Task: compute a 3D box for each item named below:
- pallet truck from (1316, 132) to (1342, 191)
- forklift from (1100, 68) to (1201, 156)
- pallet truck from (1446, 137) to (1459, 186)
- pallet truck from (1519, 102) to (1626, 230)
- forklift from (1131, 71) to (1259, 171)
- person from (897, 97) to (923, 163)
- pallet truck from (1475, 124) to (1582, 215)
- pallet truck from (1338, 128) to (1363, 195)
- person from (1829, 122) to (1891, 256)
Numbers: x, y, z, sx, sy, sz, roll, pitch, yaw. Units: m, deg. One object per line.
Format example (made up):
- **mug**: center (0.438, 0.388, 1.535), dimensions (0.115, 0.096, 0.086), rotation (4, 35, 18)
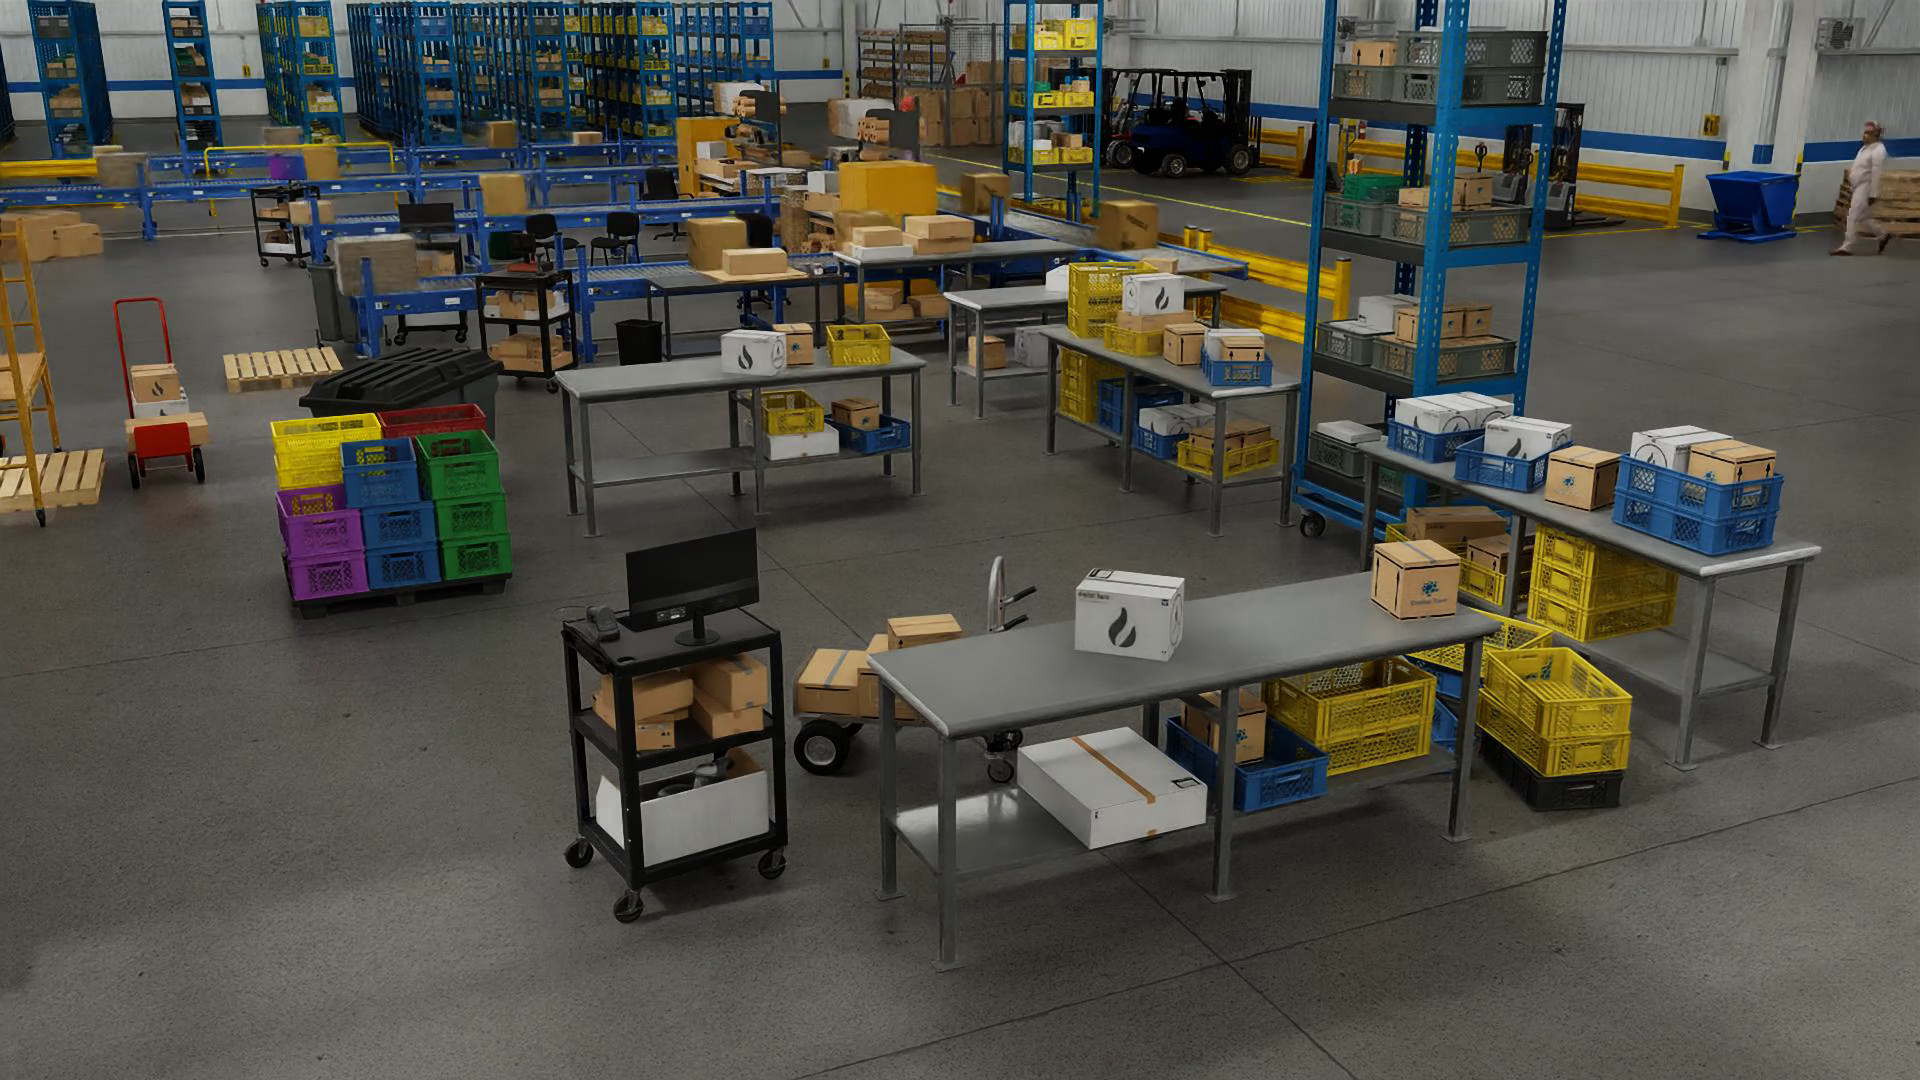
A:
- **pallet truck**: center (7.723, -7.504, 32.656), dimensions (1.601, 1.201, 0.680), rotation (-8, 19, -23)
- **forklift**: center (4.082, -9.564, 37.410), dimensions (2.680, 1.987, 1.157), rotation (-8, 19, -23)
- **pallet truck**: center (9.184, -6.485, 29.328), dimensions (1.630, 1.274, 0.653), rotation (-8, 19, -23)
- **pallet truck**: center (9.972, -6.037, 26.785), dimensions (1.885, 1.965, 0.823), rotation (-9, 20, -25)
- **forklift**: center (4.998, -8.936, 35.413), dimensions (2.680, 1.987, 1.157), rotation (-9, 20, -25)
- **person**: center (-0.904, -6.332, 27.688), dimensions (0.872, 2.003, 0.707), rotation (-1, 18, -2)
- **pallet truck**: center (9.707, -6.455, 28.103), dimensions (1.885, 1.965, 0.823), rotation (-7, 19, -20)
- **pallet truck**: center (7.845, -7.140, 31.411), dimensions (1.522, 1.261, 0.704), rotation (-9, 20, -25)
- **person**: center (12.907, -4.977, 23.630), dimensions (0.749, 1.883, 0.650), rotation (4, 18, 14)
